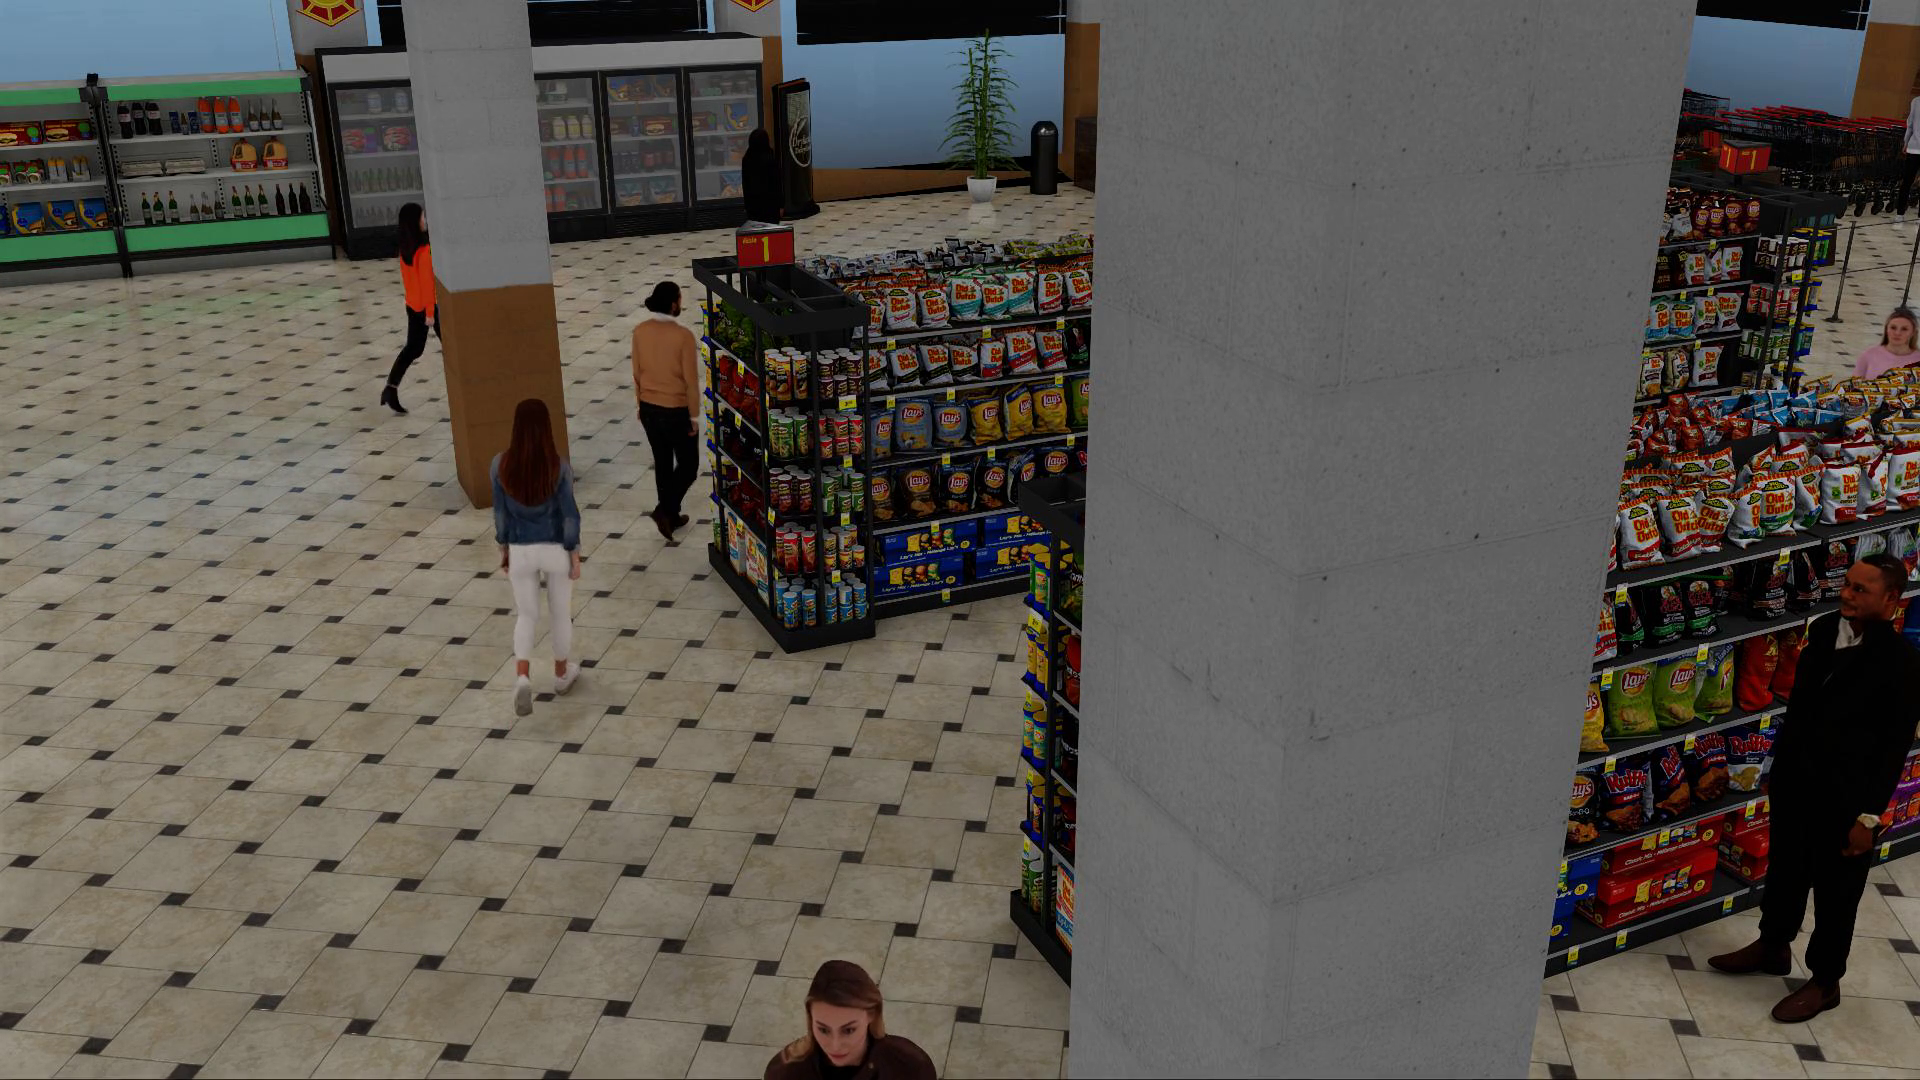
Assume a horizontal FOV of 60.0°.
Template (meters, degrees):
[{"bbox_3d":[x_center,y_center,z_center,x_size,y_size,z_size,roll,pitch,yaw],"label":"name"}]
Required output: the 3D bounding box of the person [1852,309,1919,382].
[{"bbox_3d":[5.829,-0.646,10.569,0.684,1.687,0.708,13,25,30],"label":"person"}]

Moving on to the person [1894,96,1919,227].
[{"bbox_3d":[12.177,-4.964,20.991,0.765,1.929,0.731,18,28,38],"label":"person"}]

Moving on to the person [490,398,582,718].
[{"bbox_3d":[-2.220,0.117,8.675,1.004,1.683,0.941,1,22,2],"label":"person"}]

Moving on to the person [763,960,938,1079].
[{"bbox_3d":[-0.274,1.795,4.493,0.740,1.688,0.818,1,22,1],"label":"person"}]

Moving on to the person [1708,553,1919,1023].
[{"bbox_3d":[3.331,0.931,6.352,0.656,1.904,0.717,-6,23,-15],"label":"person"}]

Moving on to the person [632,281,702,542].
[{"bbox_3d":[-1.947,-0.799,10.887,0.974,1.734,1.036,8,23,18],"label":"person"}]

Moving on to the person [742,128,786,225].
[{"bbox_3d":[-2.160,-3.684,18.224,0.758,1.617,0.813,9,24,21],"label":"person"}]
